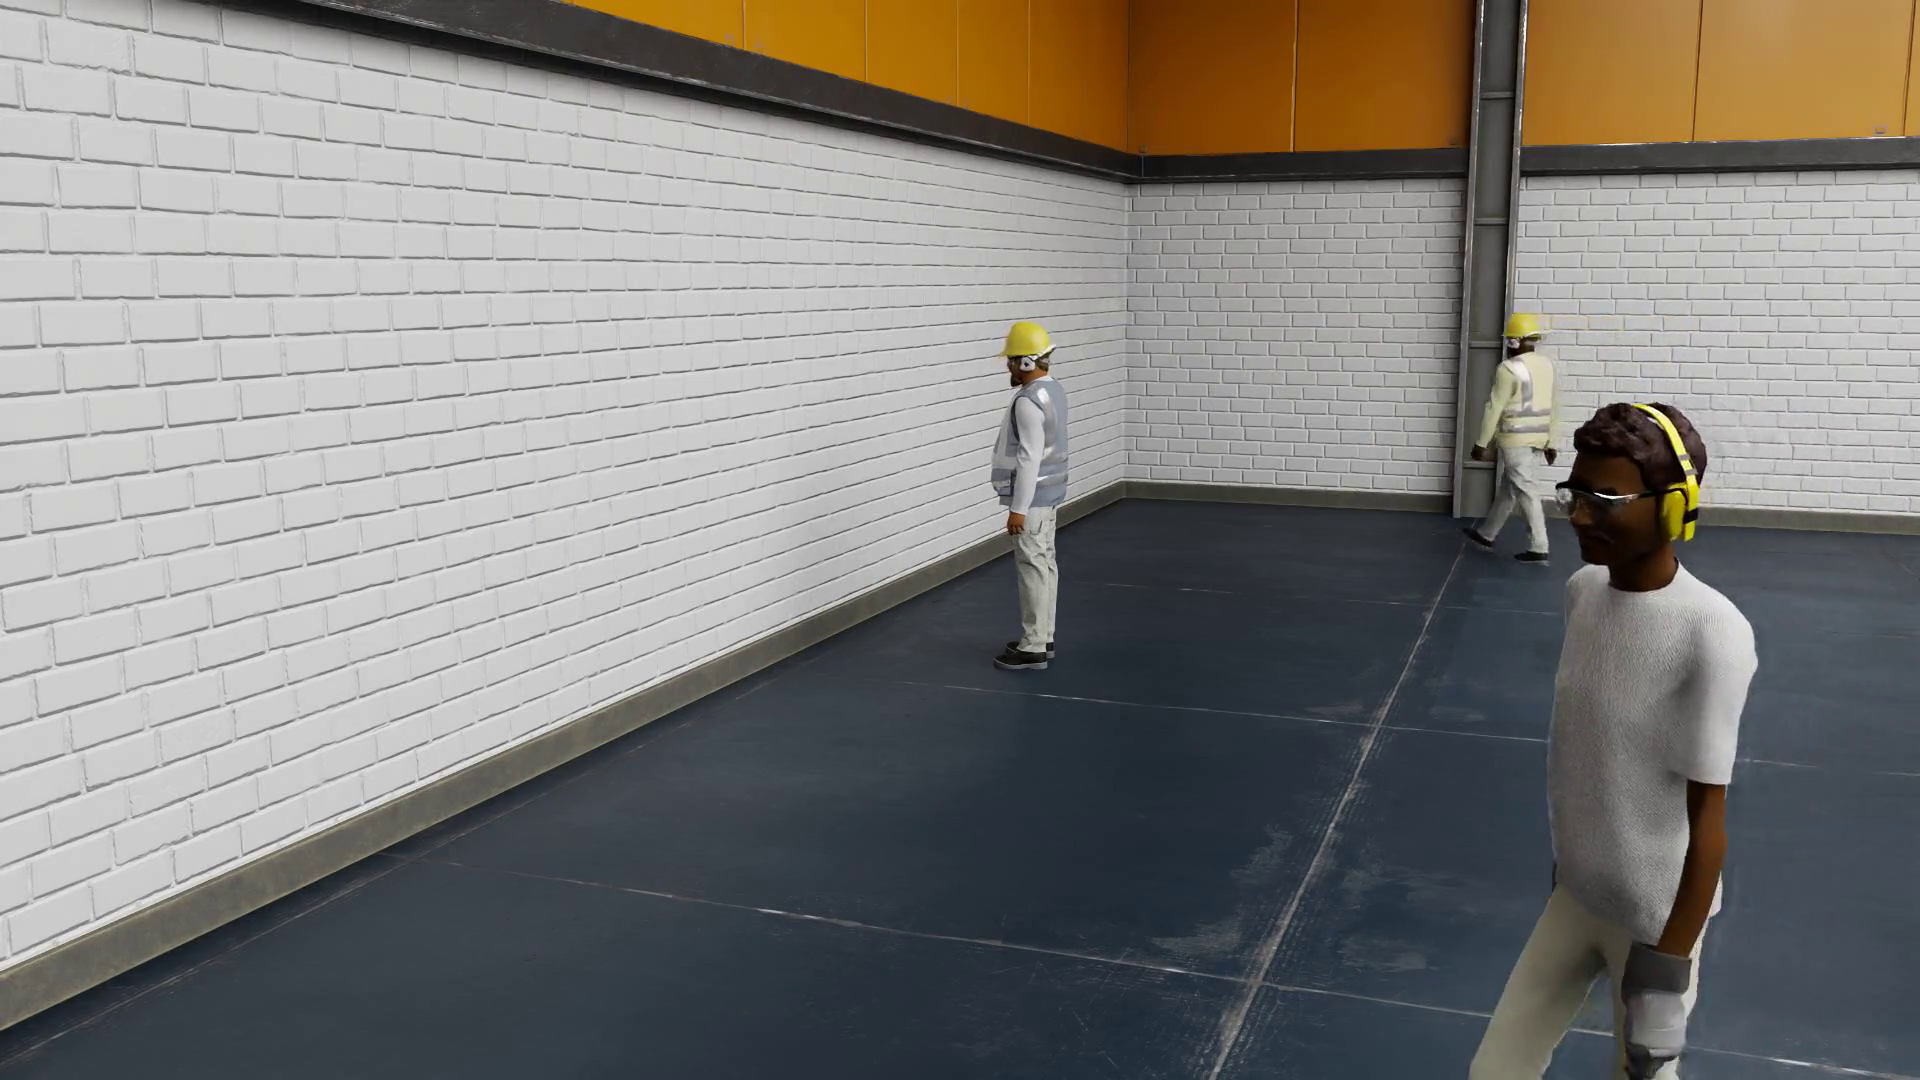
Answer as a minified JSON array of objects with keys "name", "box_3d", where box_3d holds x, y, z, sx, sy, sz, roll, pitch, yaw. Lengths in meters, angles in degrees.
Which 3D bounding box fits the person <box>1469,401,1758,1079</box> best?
[{"name":"person","box_3d":[1.068,0.685,2.935,0.643,1.851,0.569,-2,9,-13]}]

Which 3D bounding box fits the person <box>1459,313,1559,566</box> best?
[{"name":"person","box_3d":[3.965,-0.736,12.061,0.598,1.787,0.914,-7,12,-39]}]

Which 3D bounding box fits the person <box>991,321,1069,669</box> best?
[{"name":"person","box_3d":[0.365,-0.235,8.794,0.404,1.830,0.588,2,9,15]}]
